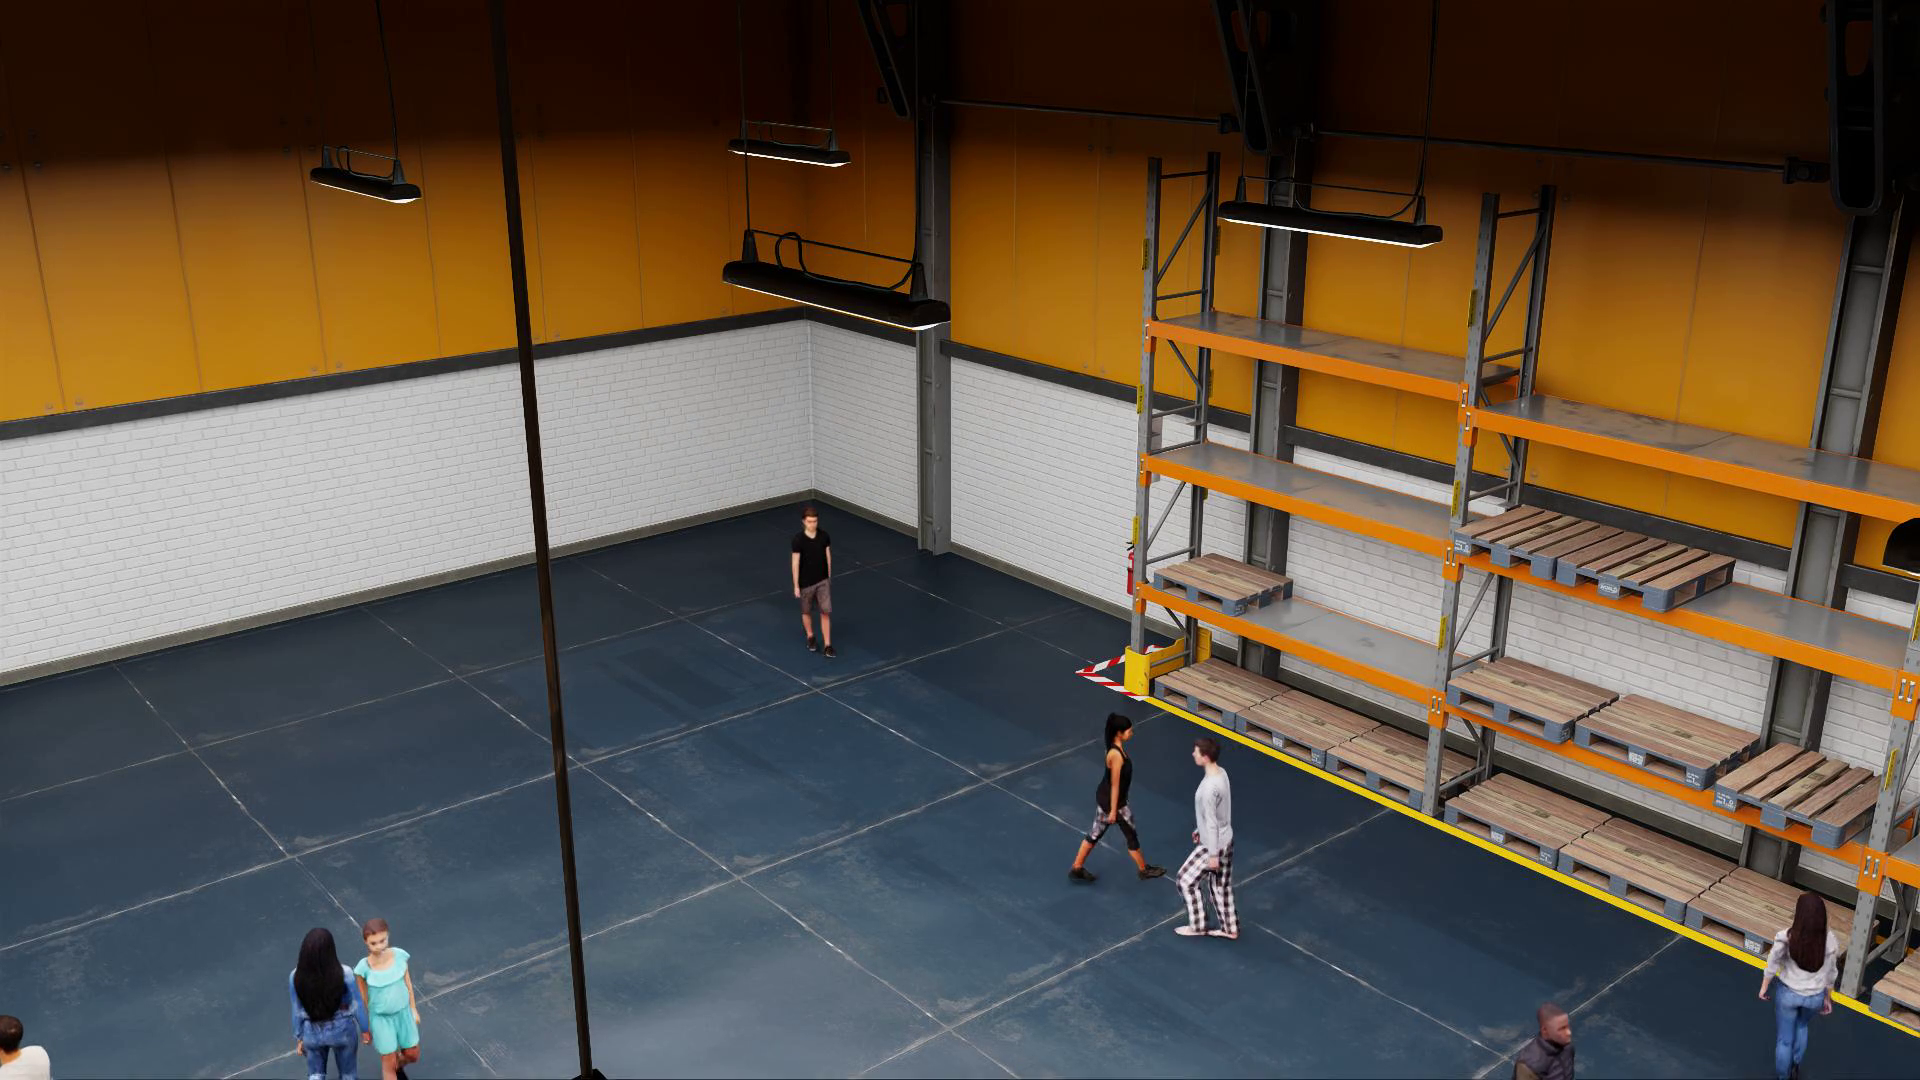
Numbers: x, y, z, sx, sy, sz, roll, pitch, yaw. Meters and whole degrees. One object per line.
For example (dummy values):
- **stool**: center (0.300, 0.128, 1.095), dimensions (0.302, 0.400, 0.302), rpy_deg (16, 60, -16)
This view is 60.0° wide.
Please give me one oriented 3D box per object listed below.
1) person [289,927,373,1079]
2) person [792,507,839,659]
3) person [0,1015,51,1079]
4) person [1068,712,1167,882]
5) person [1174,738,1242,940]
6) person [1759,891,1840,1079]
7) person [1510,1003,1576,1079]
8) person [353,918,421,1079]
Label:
- **person**: center (-4.315, 3.448, 11.361), dimensions (0.878, 1.701, 0.968), rpy_deg (-2, 19, -4)
- **person**: center (-1.797, 0.469, 20.003), dimensions (0.870, 1.833, 1.098), rpy_deg (-8, 20, -21)
- **person**: center (-5.759, 3.735, 10.340), dimensions (0.787, 1.810, 0.746), rpy_deg (3, 19, 10)
- **person**: center (1.275, 2.330, 14.808), dimensions (1.080, 1.621, 1.114), rpy_deg (-1, 19, -2)
- **person**: center (2.201, 2.535, 13.880), dimensions (0.924, 1.825, 0.852), rpy_deg (6, 20, 19)
- **person**: center (6.036, 3.310, 11.898), dimensions (0.722, 1.621, 0.783), rpy_deg (2, 19, 5)
- **person**: center (3.577, 3.689, 10.468), dimensions (0.710, 1.815, 1.070), rpy_deg (-16, 24, -39)
- **person**: center (-4.080, 3.364, 11.849), dimensions (0.593, 1.550, 0.736), rpy_deg (-12, 22, -32)
